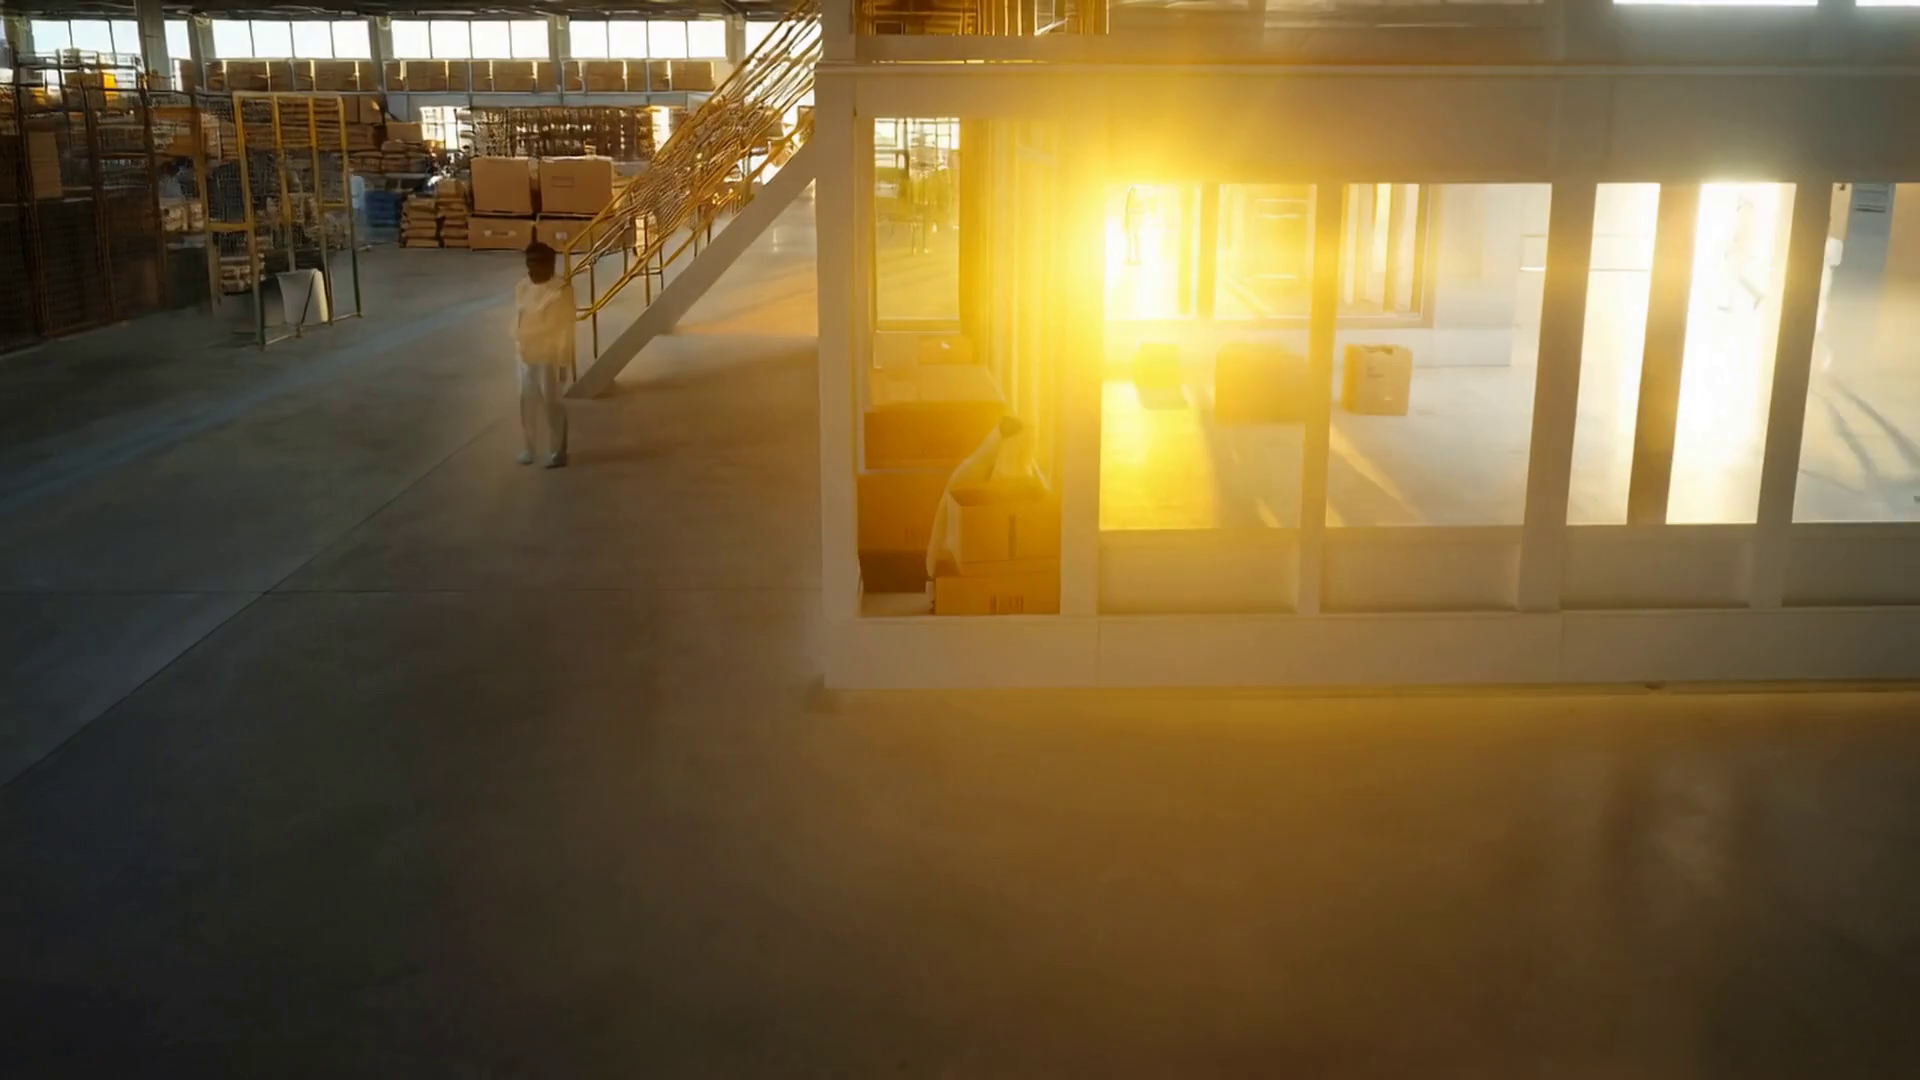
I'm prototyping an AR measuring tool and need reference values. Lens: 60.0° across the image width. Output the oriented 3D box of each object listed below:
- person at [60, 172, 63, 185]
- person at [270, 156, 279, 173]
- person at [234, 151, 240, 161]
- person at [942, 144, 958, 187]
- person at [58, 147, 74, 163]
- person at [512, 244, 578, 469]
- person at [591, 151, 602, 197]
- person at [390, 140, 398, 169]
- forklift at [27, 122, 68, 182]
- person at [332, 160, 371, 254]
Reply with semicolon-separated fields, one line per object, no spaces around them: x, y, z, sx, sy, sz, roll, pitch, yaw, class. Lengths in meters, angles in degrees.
-17.757;-6.377;32.872;0.328;1.872;0.514;-13;19;-43;person
-24.218;-12.762;58.834;0.543;1.652;0.886;3;14;10;person
-25.101;-12.680;58.144;0.592;1.828;0.404;-10;17;-34;person
-0.329;-16.654;73.990;1.017;1.852;0.670;1;14;5;person
-36.224;-15.031;67.463;0.634;1.890;1.055;3;14;11;person
-3.322;-1.449;13.299;0.666;1.815;0.456;7;16;25;person
-13.770;-13.900;63.205;0.652;1.729;0.642;-12;18;-39;person
-27.980;-18.746;82.146;0.390;1.968;0.718;-9;17;-32;person
-35.376;-14.773;64.377;1.129;2.768;1.873;-1;14;-2;forklift
-13.078;-7.129;35.625;0.983;1.982;0.633;4;15;16;person
